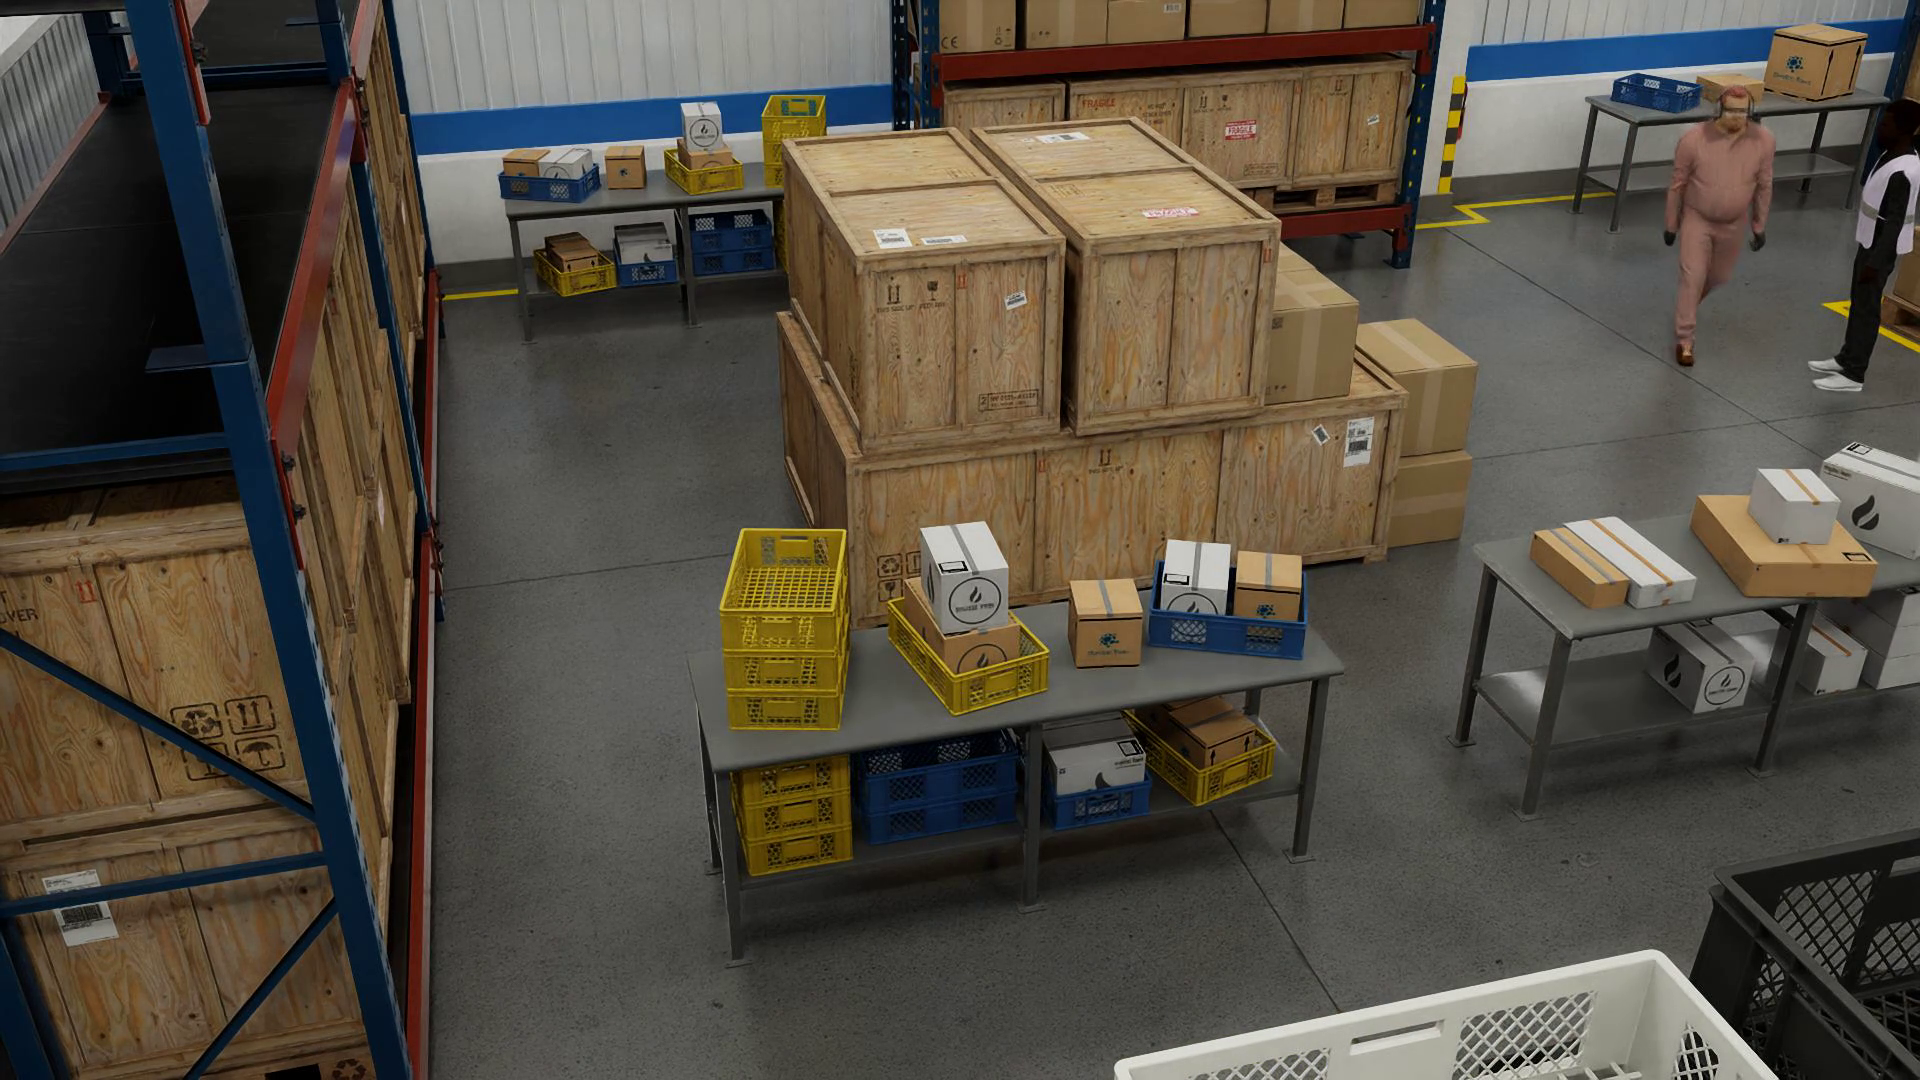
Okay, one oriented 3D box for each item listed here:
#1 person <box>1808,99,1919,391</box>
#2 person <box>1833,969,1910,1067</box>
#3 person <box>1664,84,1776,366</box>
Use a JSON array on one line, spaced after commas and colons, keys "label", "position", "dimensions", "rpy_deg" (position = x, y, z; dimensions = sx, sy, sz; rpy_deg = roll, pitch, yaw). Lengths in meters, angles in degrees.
[{"label": "person", "position": [5.981, -1.903, 10.850], "dimensions": [0.396, 1.916, 0.590], "rpy_deg": [11, 31, 19]}, {"label": "person", "position": [2.056, 1.810, 4.189], "dimensions": [0.429, 1.840, 0.629], "rpy_deg": [-19, 34, -31]}, {"label": "person", "position": [5.187, -2.219, 11.464], "dimensions": [0.653, 1.878, 0.846], "rpy_deg": [3, 29, 5]}]
